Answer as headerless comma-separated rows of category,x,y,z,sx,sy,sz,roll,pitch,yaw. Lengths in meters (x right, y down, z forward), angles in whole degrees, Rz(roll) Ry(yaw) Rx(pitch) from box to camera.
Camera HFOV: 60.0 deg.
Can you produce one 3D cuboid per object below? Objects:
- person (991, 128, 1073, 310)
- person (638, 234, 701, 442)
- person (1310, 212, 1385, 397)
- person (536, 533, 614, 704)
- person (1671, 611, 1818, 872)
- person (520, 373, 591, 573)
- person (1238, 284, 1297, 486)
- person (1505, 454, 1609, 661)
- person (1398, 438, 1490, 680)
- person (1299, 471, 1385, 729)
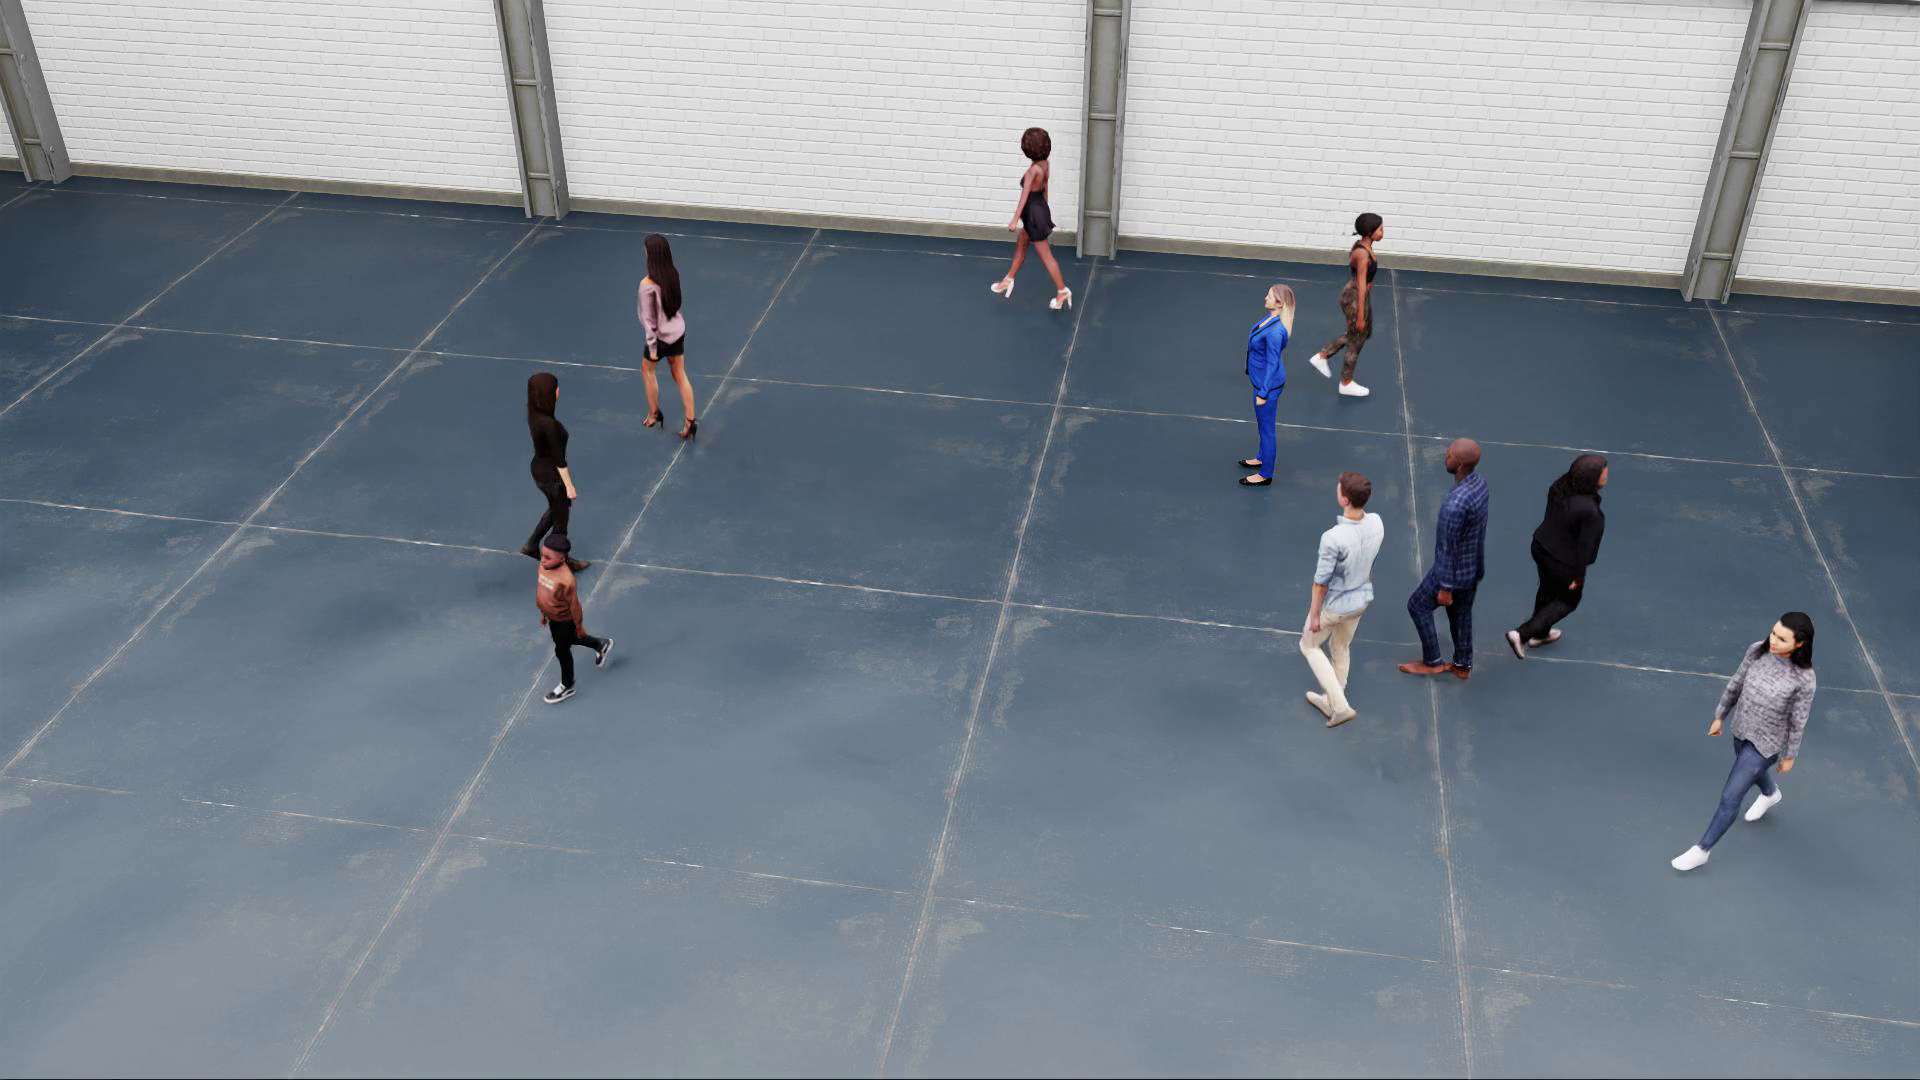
person,0.793,-2.966,15.658,1.103,1.739,0.680,11,35,17
person,-2.322,-1.604,13.561,0.911,1.792,0.816,20,39,28
person,3.315,-2.017,14.275,0.784,1.690,0.605,8,34,12
person,-2.565,0.466,10.944,0.847,1.242,0.820,-28,42,-35
person,4.653,1.107,9.574,1.258,1.691,1.098,-15,36,-21
person,-3.012,-0.432,11.943,0.838,1.632,0.771,-18,37,-24
person,2.436,-1.234,13.087,0.534,1.701,0.611,5,34,7
person,3.955,0.145,11.105,0.996,1.599,0.903,-14,36,-20
person,3.310,0.191,10.860,0.846,1.793,0.822,20,38,27
person,2.460,0.442,10.444,0.887,1.835,0.936,-17,37,-24
